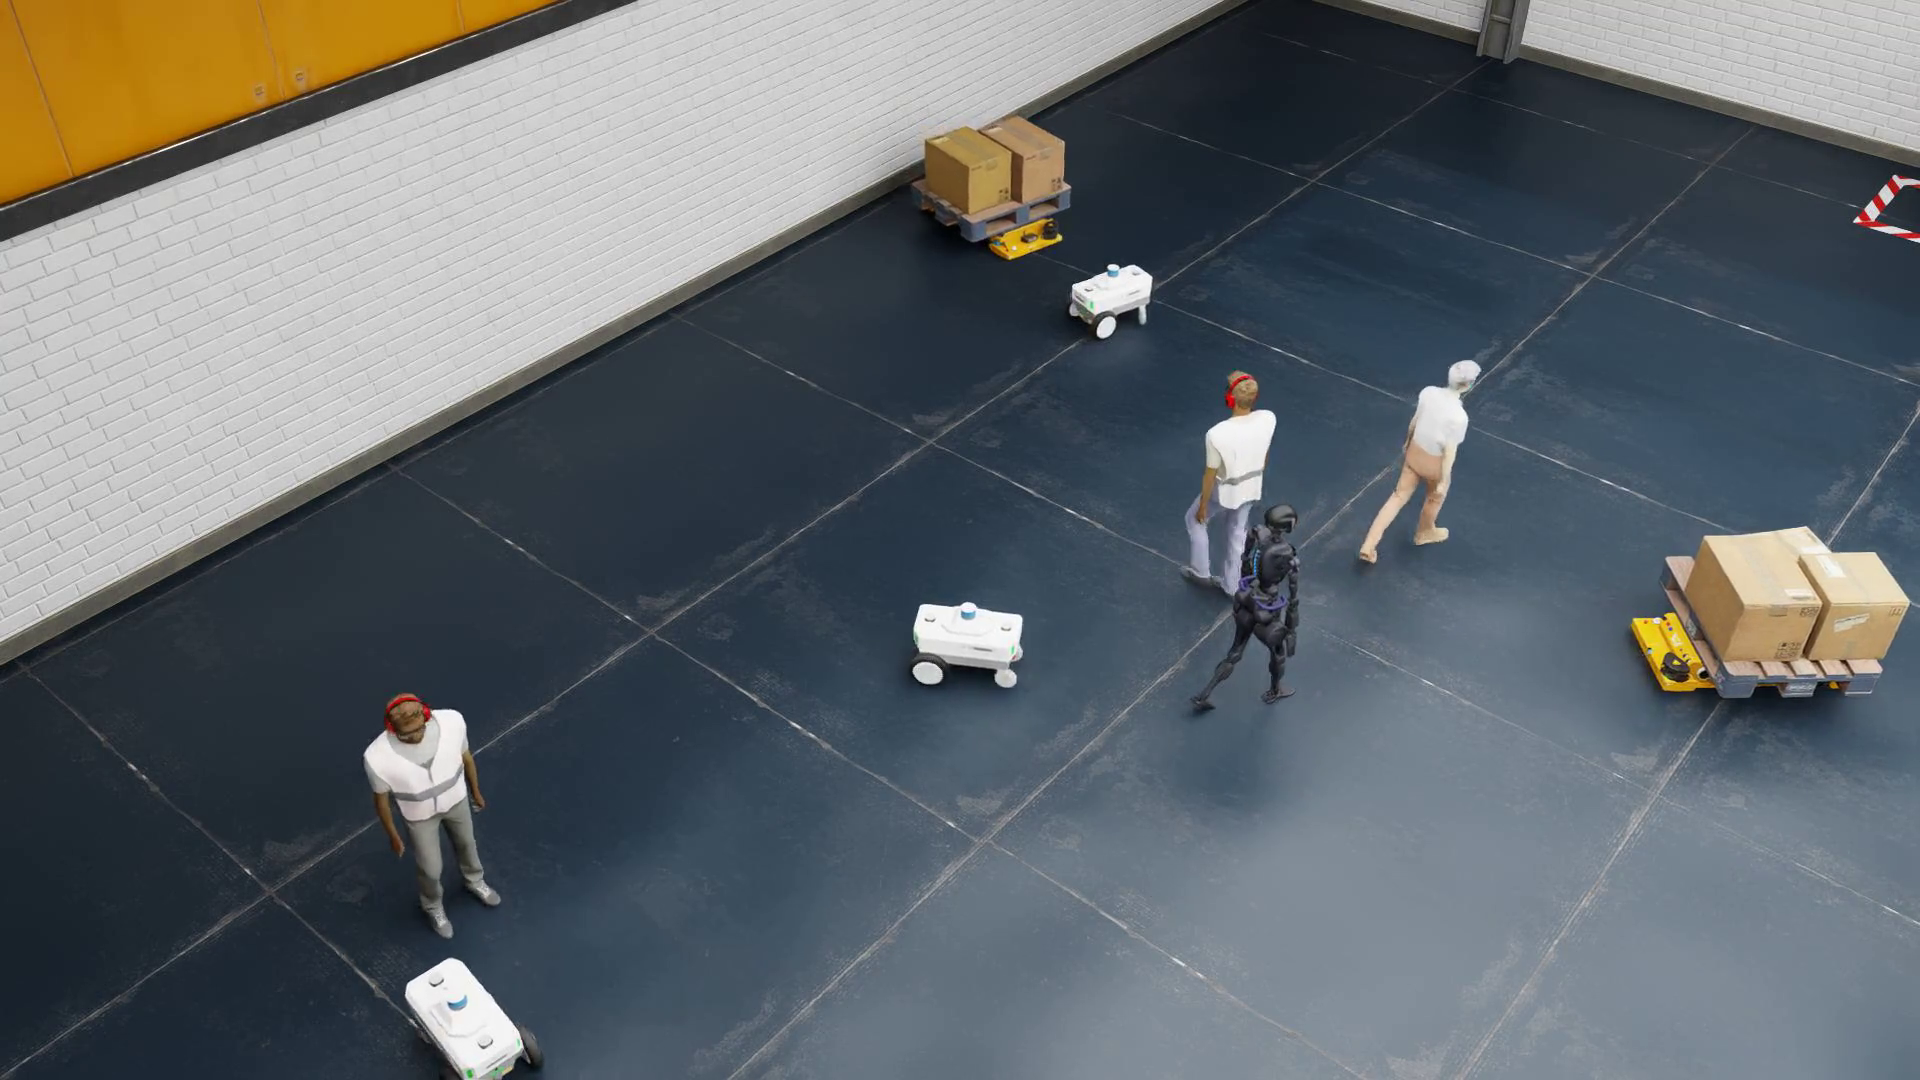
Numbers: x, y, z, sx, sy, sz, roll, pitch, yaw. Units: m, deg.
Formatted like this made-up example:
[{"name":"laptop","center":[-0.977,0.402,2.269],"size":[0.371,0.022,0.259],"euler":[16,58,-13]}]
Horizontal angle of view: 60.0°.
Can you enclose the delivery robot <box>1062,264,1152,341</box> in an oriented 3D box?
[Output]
[{"name":"delivery robot","center":[1.313,-2.139,14.722],"size":[0.778,0.607,0.499],"euler":[-22,44,-25]}]

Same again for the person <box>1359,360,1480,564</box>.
[{"name":"person","center":[3.272,-0.555,11.838],"size":[0.840,1.700,0.526],"euler":[-18,42,-21]}]

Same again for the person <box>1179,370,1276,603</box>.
[{"name":"person","center":[1.819,-0.390,11.533],"size":[0.595,1.816,0.622],"euler":[-19,43,-22]}]

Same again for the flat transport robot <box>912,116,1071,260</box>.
[{"name":"flat transport robot","center":[0.295,-3.165,16.215],"size":[0.659,0.231,1.431],"euler":[-25,45,-28]}]

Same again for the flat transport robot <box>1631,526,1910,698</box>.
[{"name":"flat transport robot","center":[5.420,0.736,11.373],"size":[1.431,0.231,0.659],"euler":[-1,39,-1]}]

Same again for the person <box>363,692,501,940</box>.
[{"name":"person","center":[-2.923,1.482,9.213],"size":[0.565,1.821,0.452],"euler":[-26,45,-28]}]

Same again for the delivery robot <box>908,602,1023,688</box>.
[{"name":"delivery robot","center":[0.031,0.679,11.225],"size":[0.794,0.606,0.499],"euler":[6,39,8]}]

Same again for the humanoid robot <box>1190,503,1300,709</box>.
[{"name":"humanoid robot","center":[1.892,0.458,10.642],"size":[0.754,1.652,0.600],"euler":[-18,42,-21]}]

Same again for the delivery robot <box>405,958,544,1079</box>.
[{"name":"delivery robot","center":[-2.594,2.615,8.827],"size":[0.520,0.613,0.784],"euler":[-30,47,-32]}]
